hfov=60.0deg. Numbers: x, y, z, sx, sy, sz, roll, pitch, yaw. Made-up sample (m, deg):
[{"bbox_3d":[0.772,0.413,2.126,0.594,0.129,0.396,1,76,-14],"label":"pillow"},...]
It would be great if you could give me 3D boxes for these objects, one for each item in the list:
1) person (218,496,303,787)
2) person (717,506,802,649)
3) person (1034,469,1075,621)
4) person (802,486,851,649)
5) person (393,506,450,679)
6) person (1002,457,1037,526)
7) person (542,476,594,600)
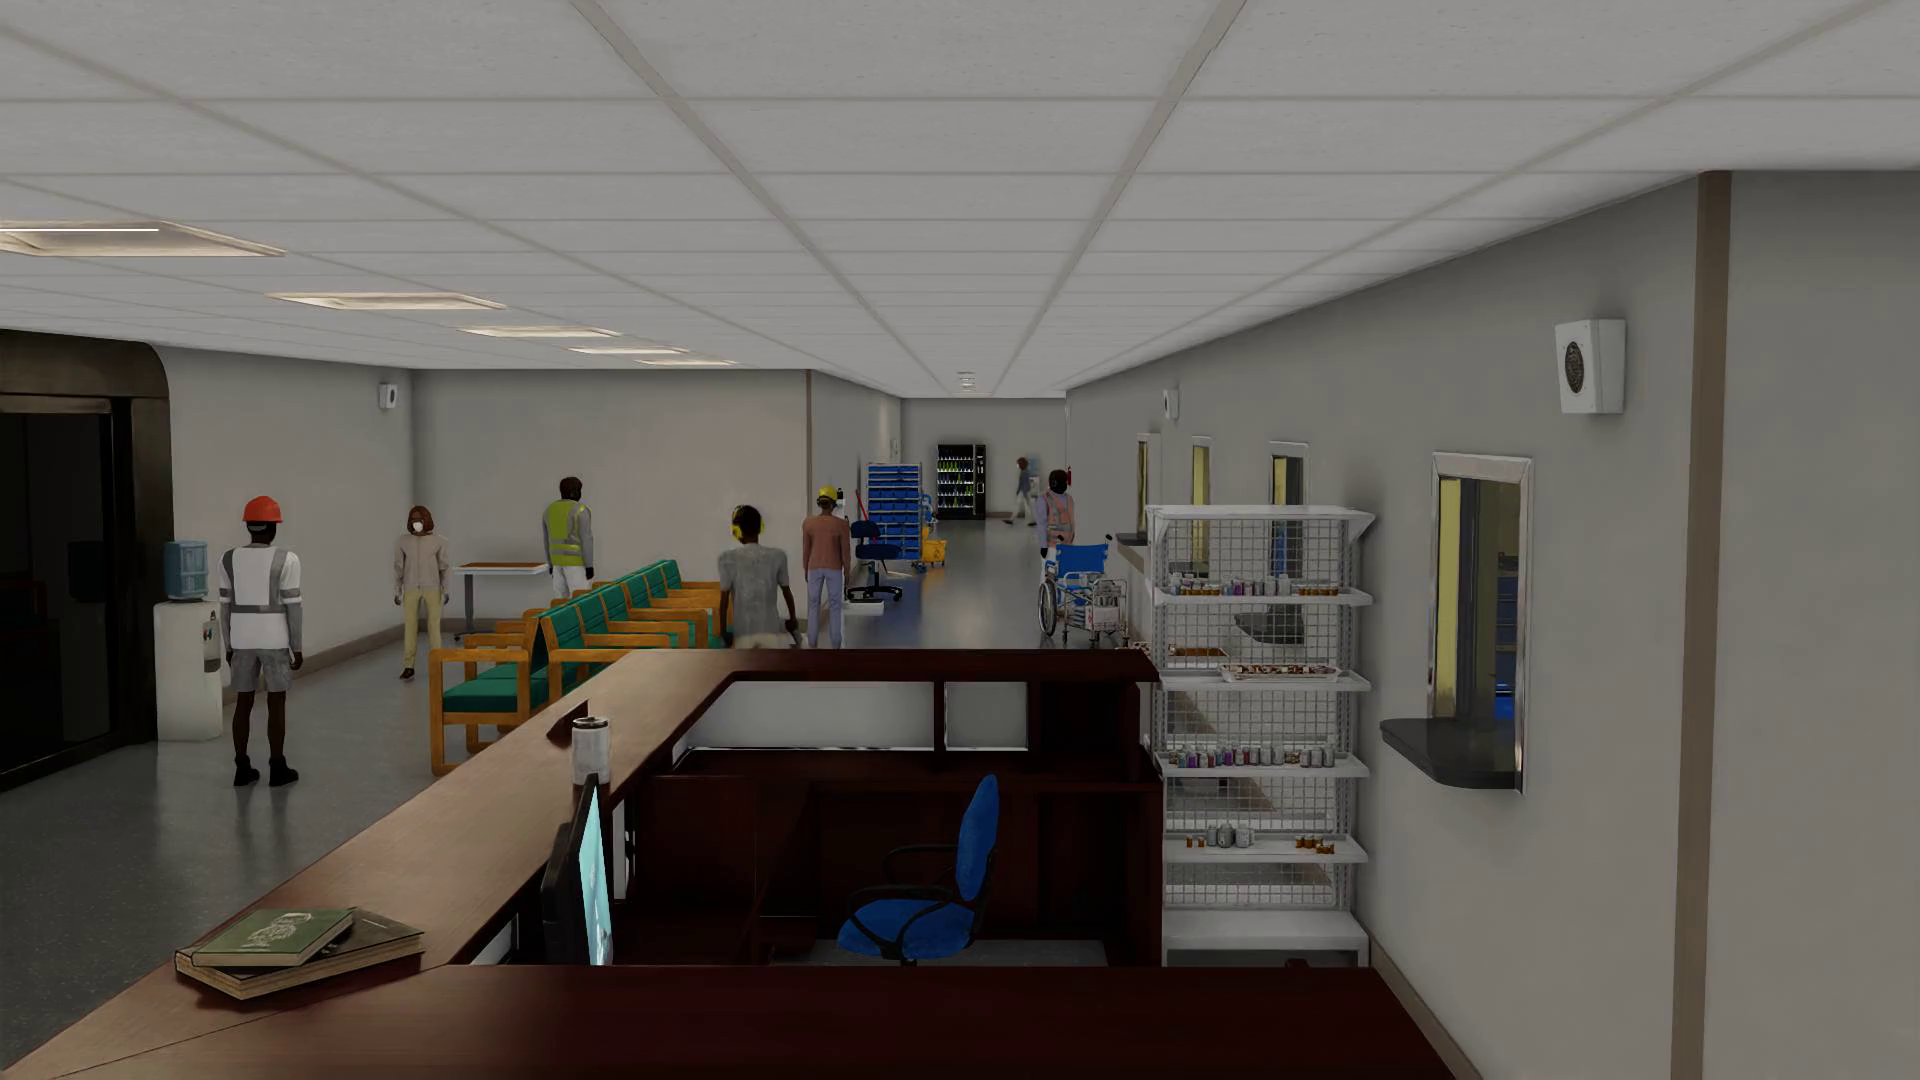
[{"bbox_3d":[-4.634,0.671,11.075,0.546,1.929,0.393,0,4,2],"label":"person"},{"bbox_3d":[-1.419,0.668,11.819,0.580,1.825,0.875,0,4,-4],"label":"person"},{"bbox_3d":[1.187,0.061,20.216,0.429,1.844,0.624,4,5,42],"label":"person"},{"bbox_3d":[-1.380,0.315,17.242,0.518,1.756,0.344,1,4,10],"label":"person"},{"bbox_3d":[-5.052,0.491,15.611,0.507,1.631,0.265,-1,4,-10],"label":"person"},{"bbox_3d":[1.386,-1.102,38.259,0.847,1.589,0.540,1,4,12],"label":"person"},{"bbox_3d":[-4.089,0.254,17.502,0.623,1.845,0.430,3,5,32],"label":"person"}]
